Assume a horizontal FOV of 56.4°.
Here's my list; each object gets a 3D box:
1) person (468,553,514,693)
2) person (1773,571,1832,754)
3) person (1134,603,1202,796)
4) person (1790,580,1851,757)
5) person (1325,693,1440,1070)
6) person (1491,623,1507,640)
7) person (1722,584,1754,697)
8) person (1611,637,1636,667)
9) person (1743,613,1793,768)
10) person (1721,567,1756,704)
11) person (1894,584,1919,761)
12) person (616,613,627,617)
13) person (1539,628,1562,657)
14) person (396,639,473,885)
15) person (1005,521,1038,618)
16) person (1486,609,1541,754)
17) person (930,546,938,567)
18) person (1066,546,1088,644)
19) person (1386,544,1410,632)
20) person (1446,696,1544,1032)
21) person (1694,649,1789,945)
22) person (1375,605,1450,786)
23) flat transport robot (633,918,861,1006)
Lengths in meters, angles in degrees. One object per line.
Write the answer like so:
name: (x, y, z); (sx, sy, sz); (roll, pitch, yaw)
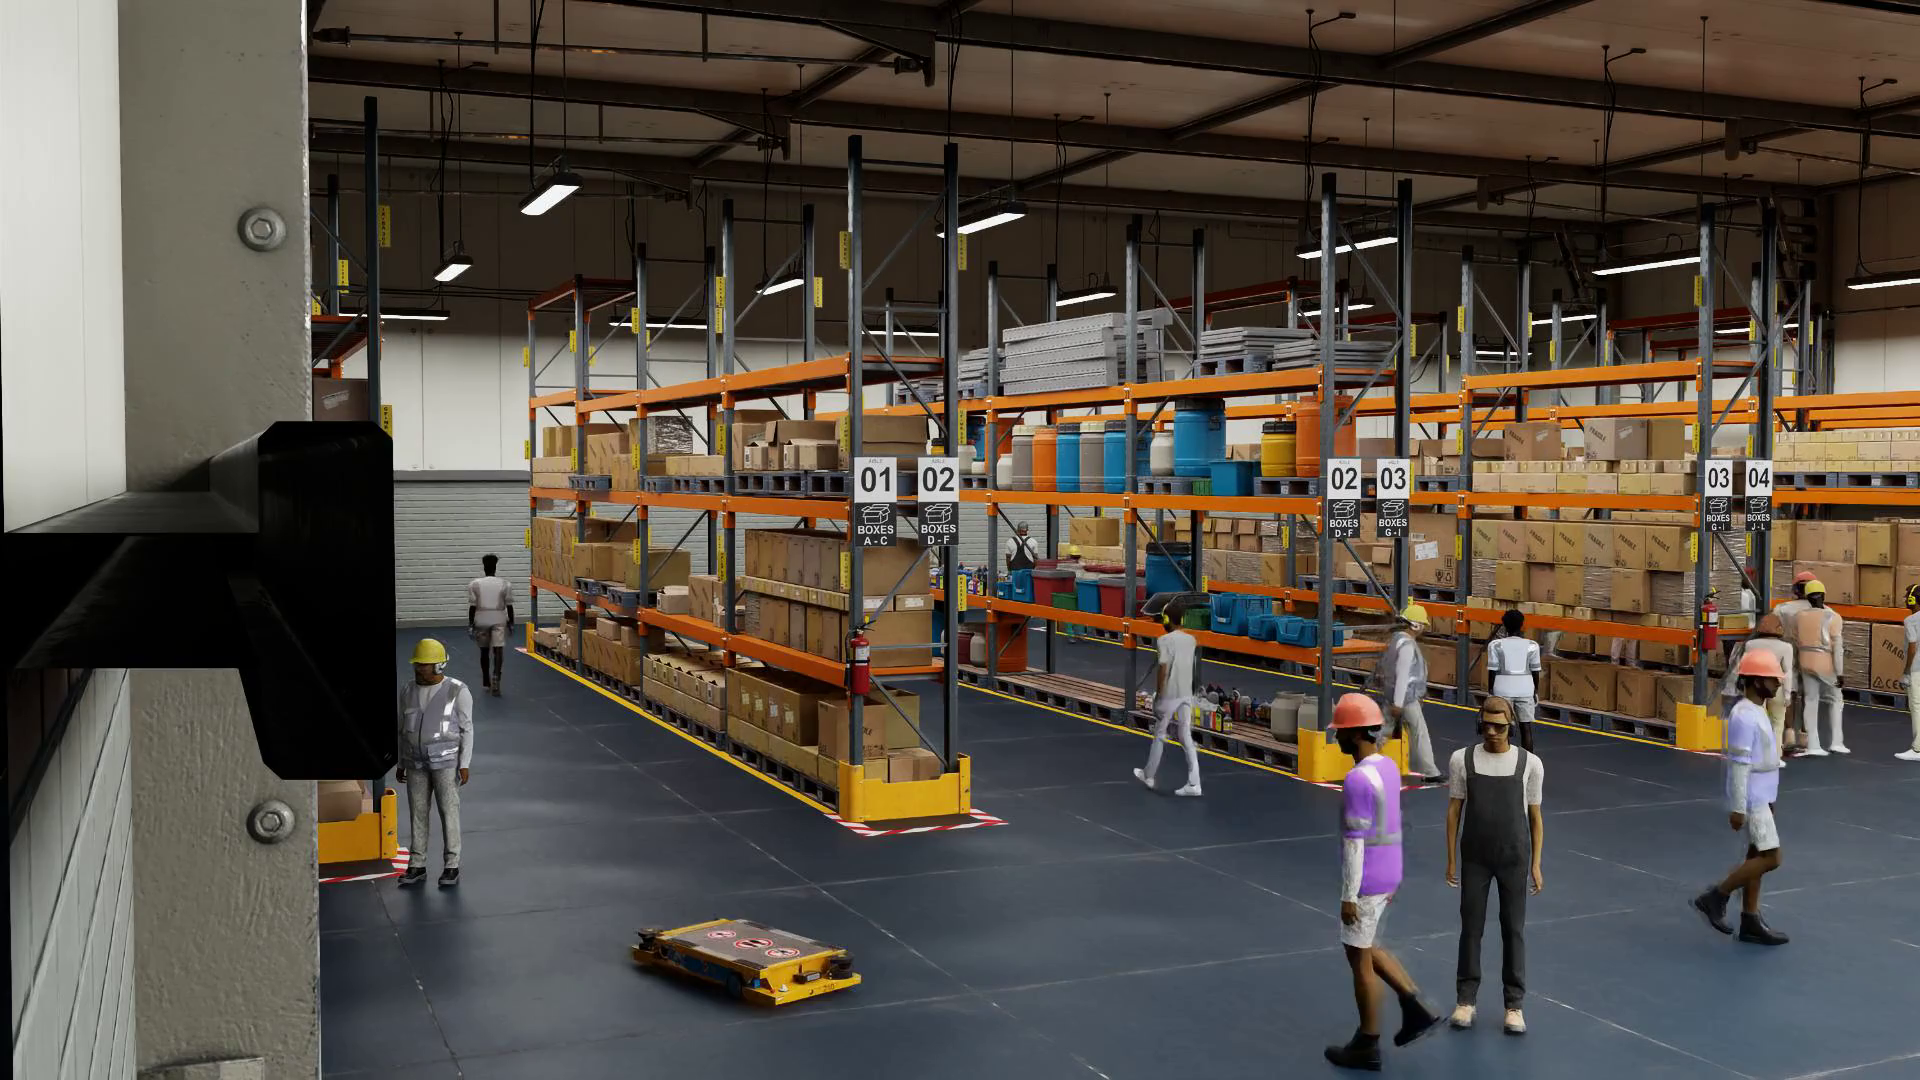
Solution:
person: (-6.533, 1.152, 24.950); (0.607, 1.939, 0.908); (-1, 2, -13)
person: (9.183, 1.337, 19.594); (0.651, 1.984, 1.064); (1, 2, 28)
person: (1.997, 1.510, 17.108); (0.600, 1.809, 0.940); (-1, 3, -34)
person: (9.291, 1.385, 19.316); (0.732, 1.886, 0.624); (-1, 3, -34)
person: (2.133, 1.755, 9.282); (0.513, 1.920, 0.546); (1, 3, 29)
person: (8.118, 1.084, 26.475); (0.618, 1.945, 0.394); (2, 3, 37)
person: (10.556, 1.177, 24.417); (0.588, 1.920, 0.390); (-1, 2, -27)
person: (9.903, 1.059, 26.540); (0.621, 1.991, 0.398); (-1, 2, -22)
person: (8.287, 1.560, 18.432); (0.697, 1.613, 0.504); (-2, 3, -43)
person: (10.409, 1.260, 23.485); (0.597, 1.834, 1.024); (-2, 3, -36)
person: (10.189, 1.405, 19.093); (0.521, 1.873, 0.335); (-1, 3, -32)
person: (-5.906, 0.921, 31.459); (0.626, 1.894, 1.009); (-2, 3, -44)
person: (8.381, 1.298, 25.211); (0.595, 1.606, 0.519); (2, 3, 45)
person: (-3.935, 1.645, 13.343); (0.603, 1.828, 0.404); (0, 2, 10)
person: (1.314, 0.633, 37.591); (0.678, 2.000, 0.536); (0, 2, 12)
person: (5.513, 1.537, 17.857); (0.540, 1.697, 0.317); (0, 2, 3)
person: (-0.462, 0.679, 38.517); (0.404, 1.831, 0.600); (0, 2, 1)
person: (2.075, 0.975, 31.867); (0.558, 1.745, 0.568); (-1, 2, -20)
person: (6.787, 0.991, 27.969); (0.600, 2.021, 0.877); (-1, 2, -27)
person: (2.948, 1.771, 9.884); (0.517, 1.842, 0.326); (1, 2, 20)
person: (5.143, 1.663, 11.678); (0.474, 1.922, 0.548); (1, 2, 27)
person: (4.312, 1.519, 17.545); (0.961, 1.777, 0.603); (0, 2, 1)
flat transport robot: (-1.312, 2.529, 10.874); (0.652, 0.197, 1.431); (-2, 3, -44)
